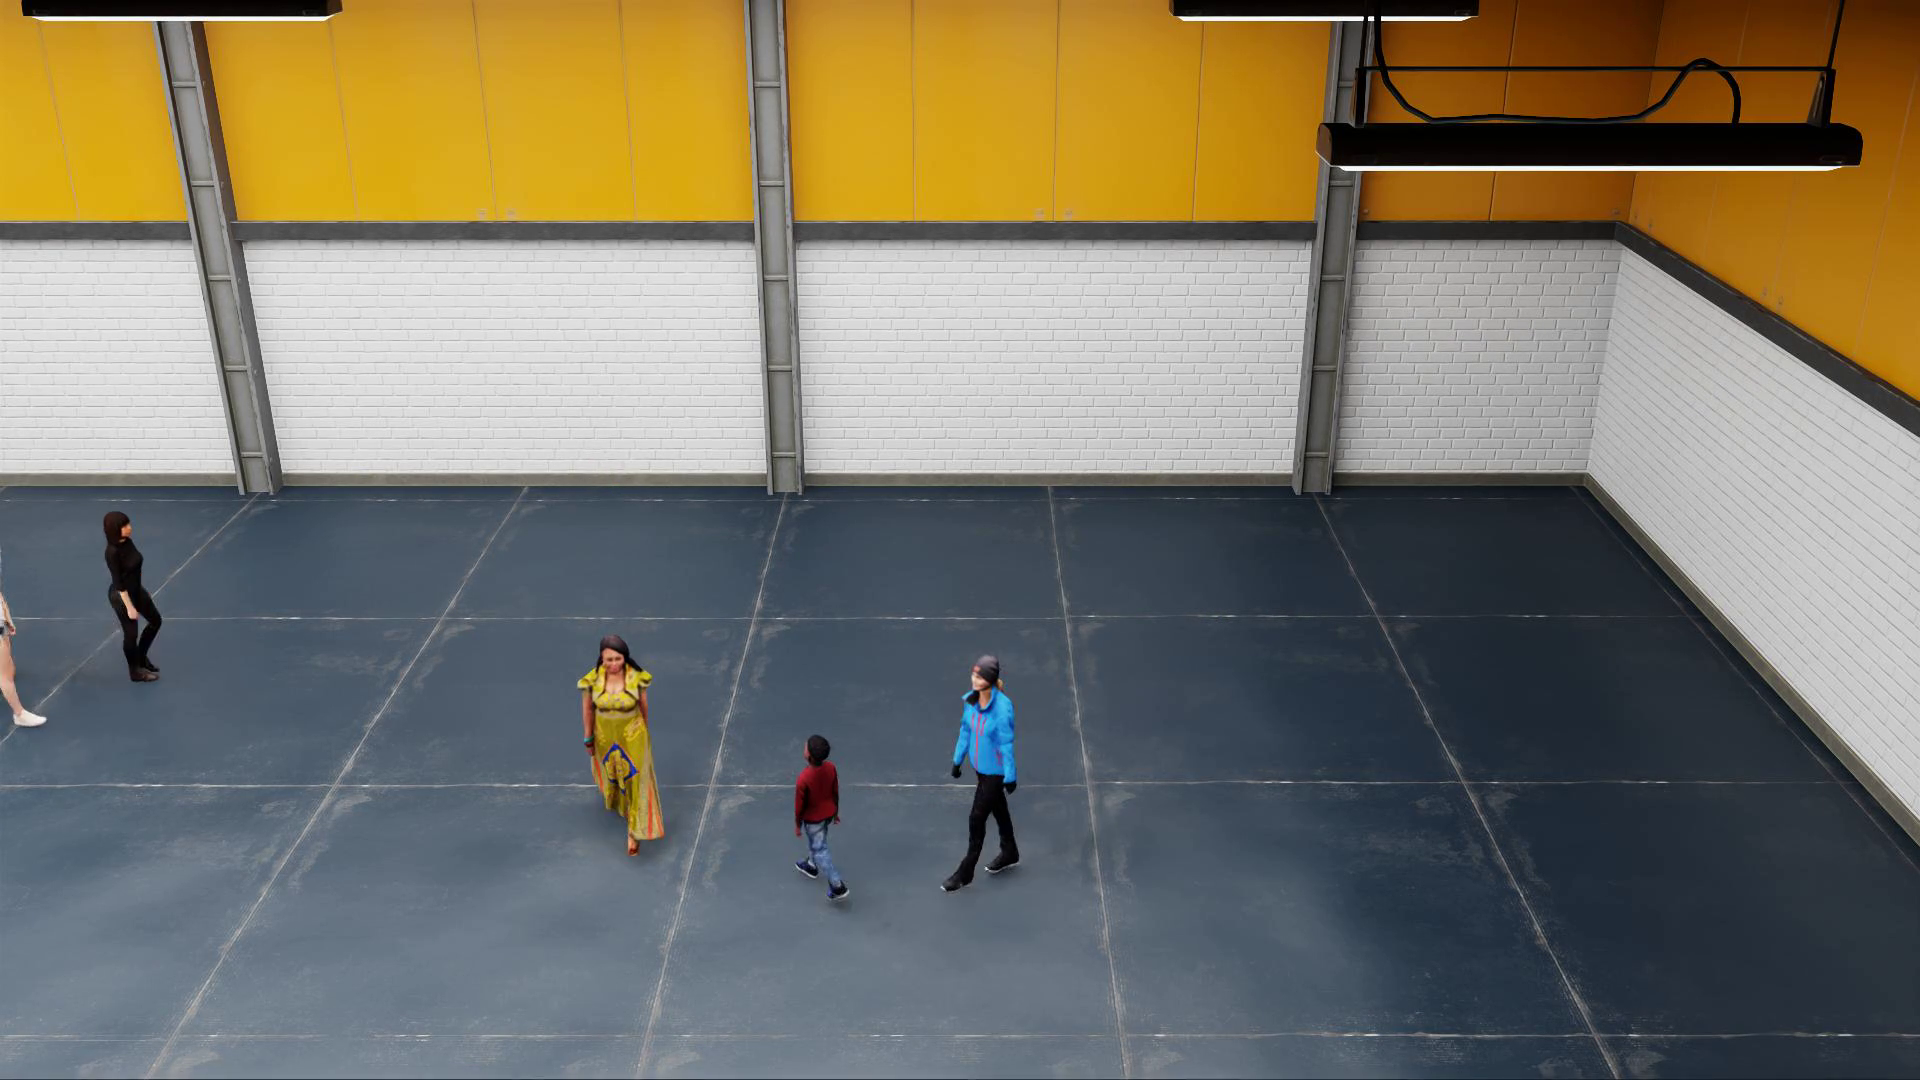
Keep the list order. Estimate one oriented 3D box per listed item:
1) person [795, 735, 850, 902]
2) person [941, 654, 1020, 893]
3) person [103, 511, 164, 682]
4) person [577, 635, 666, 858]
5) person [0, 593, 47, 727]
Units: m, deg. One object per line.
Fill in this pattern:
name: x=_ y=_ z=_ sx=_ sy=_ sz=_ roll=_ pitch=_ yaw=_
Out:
person: x=-0.960 y=1.952 z=11.679 sx=0.906 sy=1.239 sz=0.837 roll=21 pitch=31 yaw=39
person: x=0.289 y=1.607 z=11.803 sx=1.062 sy=1.772 sz=0.933 roll=-14 pitch=27 yaw=-30
person: x=-7.338 y=0.502 z=14.514 sx=0.548 sy=1.626 sz=0.598 roll=-1 pitch=24 yaw=-2
person: x=-2.549 y=1.434 z=12.399 sx=1.214 sy=1.612 sz=0.912 roll=-4 pitch=24 yaw=-10
person: x=-8.105 y=0.790 z=13.723 sx=0.994 sy=1.731 sz=0.658 roll=-2 pitch=24 yaw=-5
